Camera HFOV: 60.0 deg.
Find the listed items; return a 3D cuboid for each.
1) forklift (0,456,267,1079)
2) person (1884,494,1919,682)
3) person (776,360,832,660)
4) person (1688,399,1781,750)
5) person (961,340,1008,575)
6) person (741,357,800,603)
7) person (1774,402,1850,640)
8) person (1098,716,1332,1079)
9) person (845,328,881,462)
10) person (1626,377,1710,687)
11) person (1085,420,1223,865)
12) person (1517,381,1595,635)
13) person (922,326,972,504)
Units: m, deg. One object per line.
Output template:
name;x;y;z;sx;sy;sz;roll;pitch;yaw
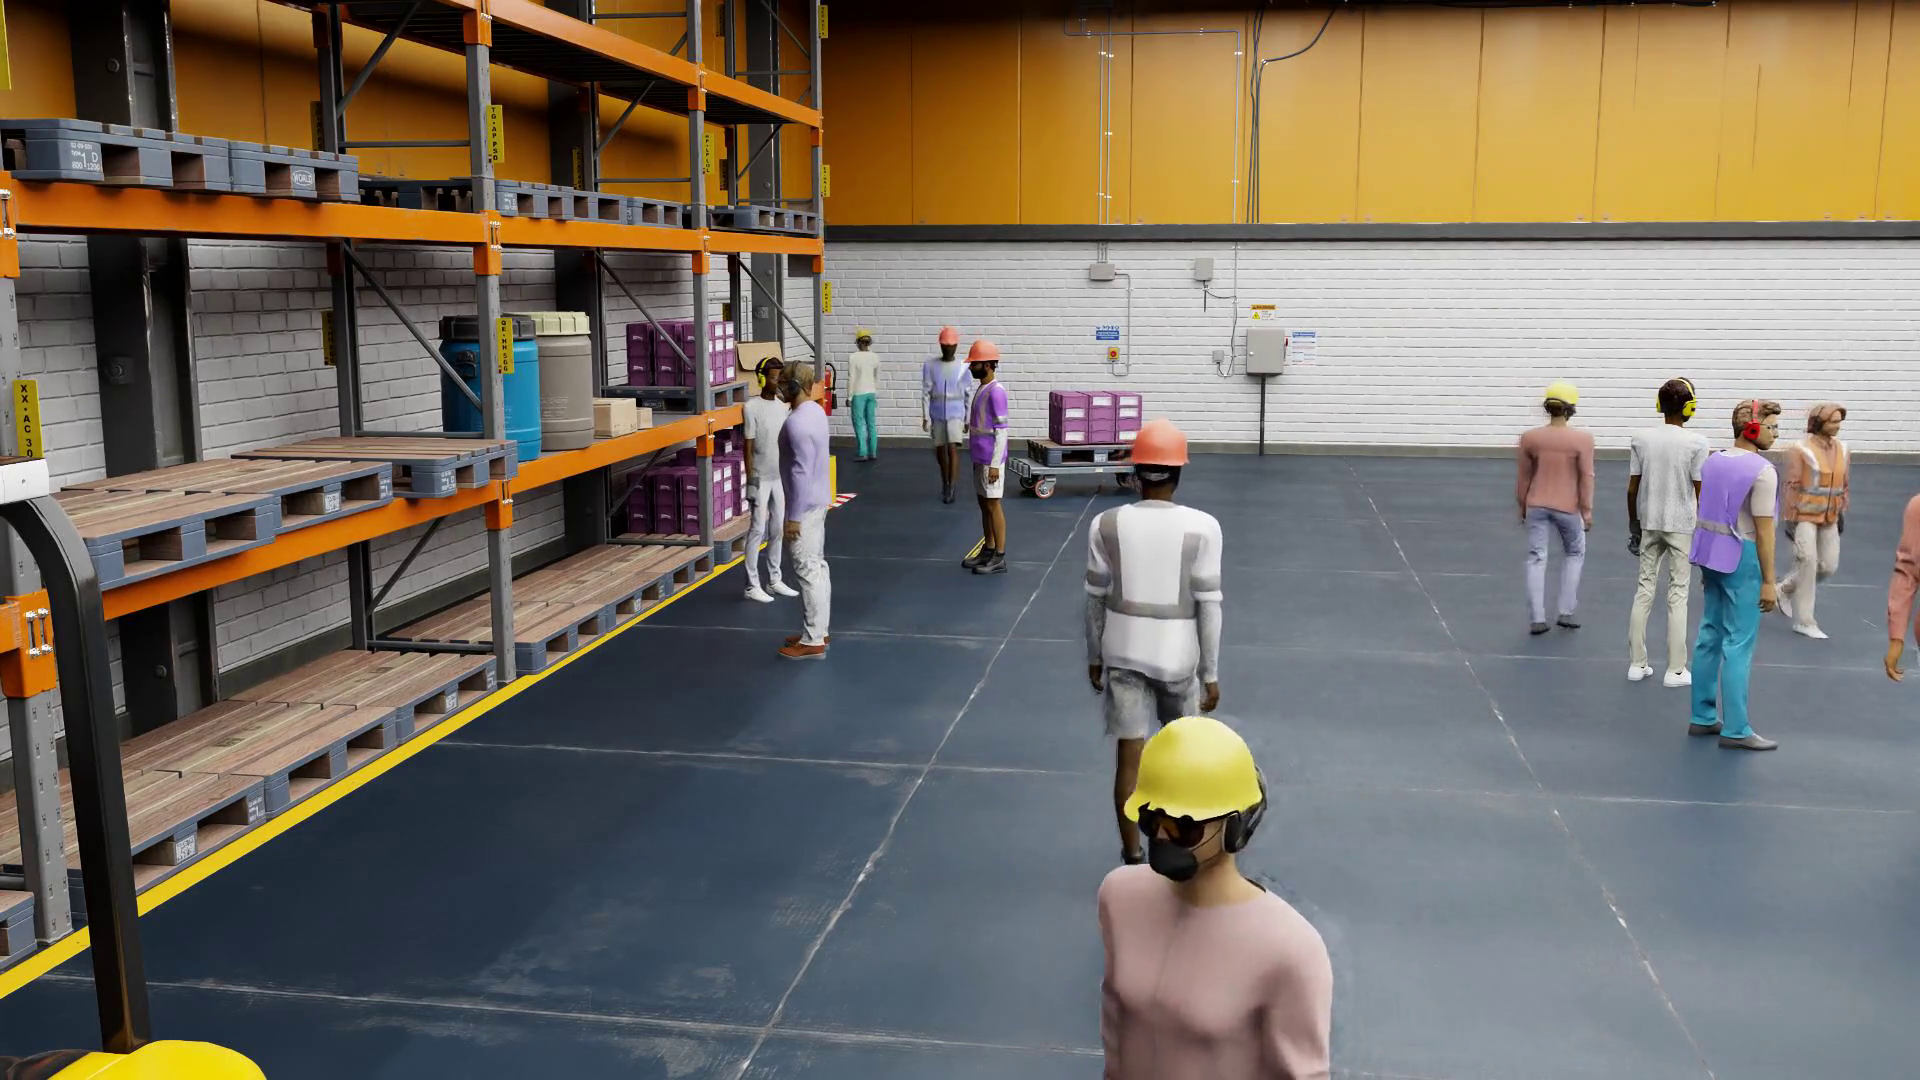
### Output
forklift;-2.328;0.975;2.765;2.313;2.155;1.214;1;9;9
person;4.235;0.425;6.969;0.613;1.942;1.042;7;11;37
person;-1.009;-0.194;10.761;0.352;1.937;0.635;1;9;5
person;4.076;0.177;8.775;0.396;1.839;0.564;-1;9;-8
person;0.203;-0.683;13.779;0.362;1.935;0.553;-3;10;-15
person;-1.455;-0.460;12.655;0.317;1.860;0.516;6;11;34
person;5.845;-0.151;11.476;0.518;1.622;0.538;-3;10;-18
person;0.485;1.152;3.110;0.532;1.728;0.883;9;13;43
person;-1.263;-1.881;21.820;0.553;1.756;0.325;-8;12;-40
person;4.289;-0.048;10.068;0.328;1.872;0.513;-8;12;-41
person;0.809;0.454;6.879;0.570;1.896;0.930;2;9;14
person;4.143;-0.228;11.517;0.547;1.747;0.591;7;12;38
person;-0.124;-1.387;18.196;0.538;1.914;0.866;1;9;9
